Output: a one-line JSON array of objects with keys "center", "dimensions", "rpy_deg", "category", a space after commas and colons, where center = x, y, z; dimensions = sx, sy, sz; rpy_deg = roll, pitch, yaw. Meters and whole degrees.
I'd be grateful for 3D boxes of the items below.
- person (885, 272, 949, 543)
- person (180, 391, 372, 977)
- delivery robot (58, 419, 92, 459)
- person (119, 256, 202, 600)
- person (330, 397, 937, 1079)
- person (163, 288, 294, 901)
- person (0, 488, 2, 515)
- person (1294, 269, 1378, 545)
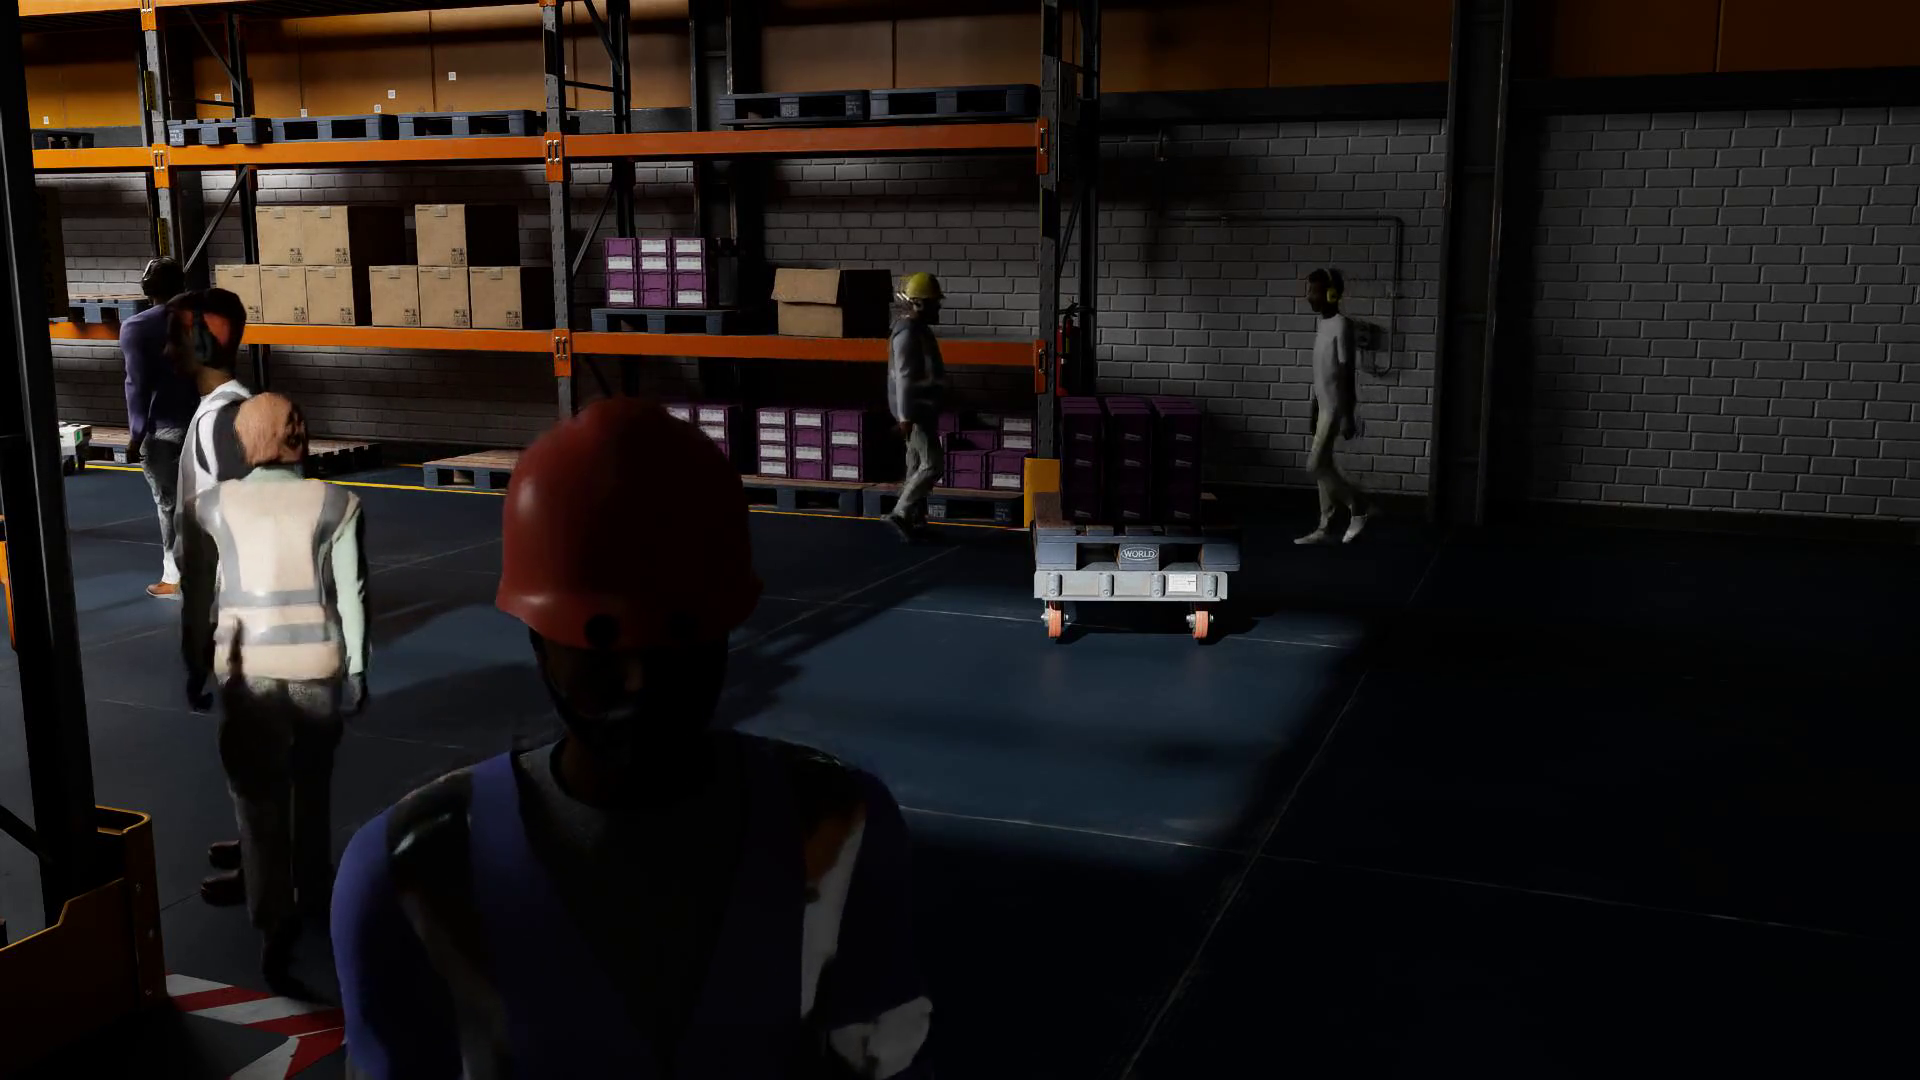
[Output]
[{"center": [-0.261, -0.864, 11.086], "dimensions": [0.429, 1.817, 0.621], "rpy_deg": [2, 10, 9], "category": "person"}, {"center": [-1.946, 0.384, 4.750], "dimensions": [0.524, 1.608, 0.780], "rpy_deg": [-4, 11, -21], "category": "person"}, {"center": [-7.965, -0.886, 14.472], "dimensions": [0.707, 0.478, 0.477], "rpy_deg": [-2, 10, -9], "category": "delivery robot"}, {"center": [-4.454, -0.632, 9.462], "dimensions": [0.359, 1.938, 0.635], "rpy_deg": [5, 11, 27], "category": "person"}, {"center": [-0.307, 0.789, 1.680], "dimensions": [0.555, 1.899, 0.971], "rpy_deg": [-4, 11, -22], "category": "person"}, {"center": [-2.248, 0.166, 5.170], "dimensions": [0.339, 1.882, 0.584], "rpy_deg": [-3, 11, -17], "category": "person"}, {"center": [-6.688, -0.935, 11.429], "dimensions": [0.429, 1.844, 0.625], "rpy_deg": [3, 11, 14], "category": "person"}, {"center": [2.466, -0.860, 10.997], "dimensions": [0.437, 1.849, 0.512], "rpy_deg": [0, 10, 0], "category": "person"}]
